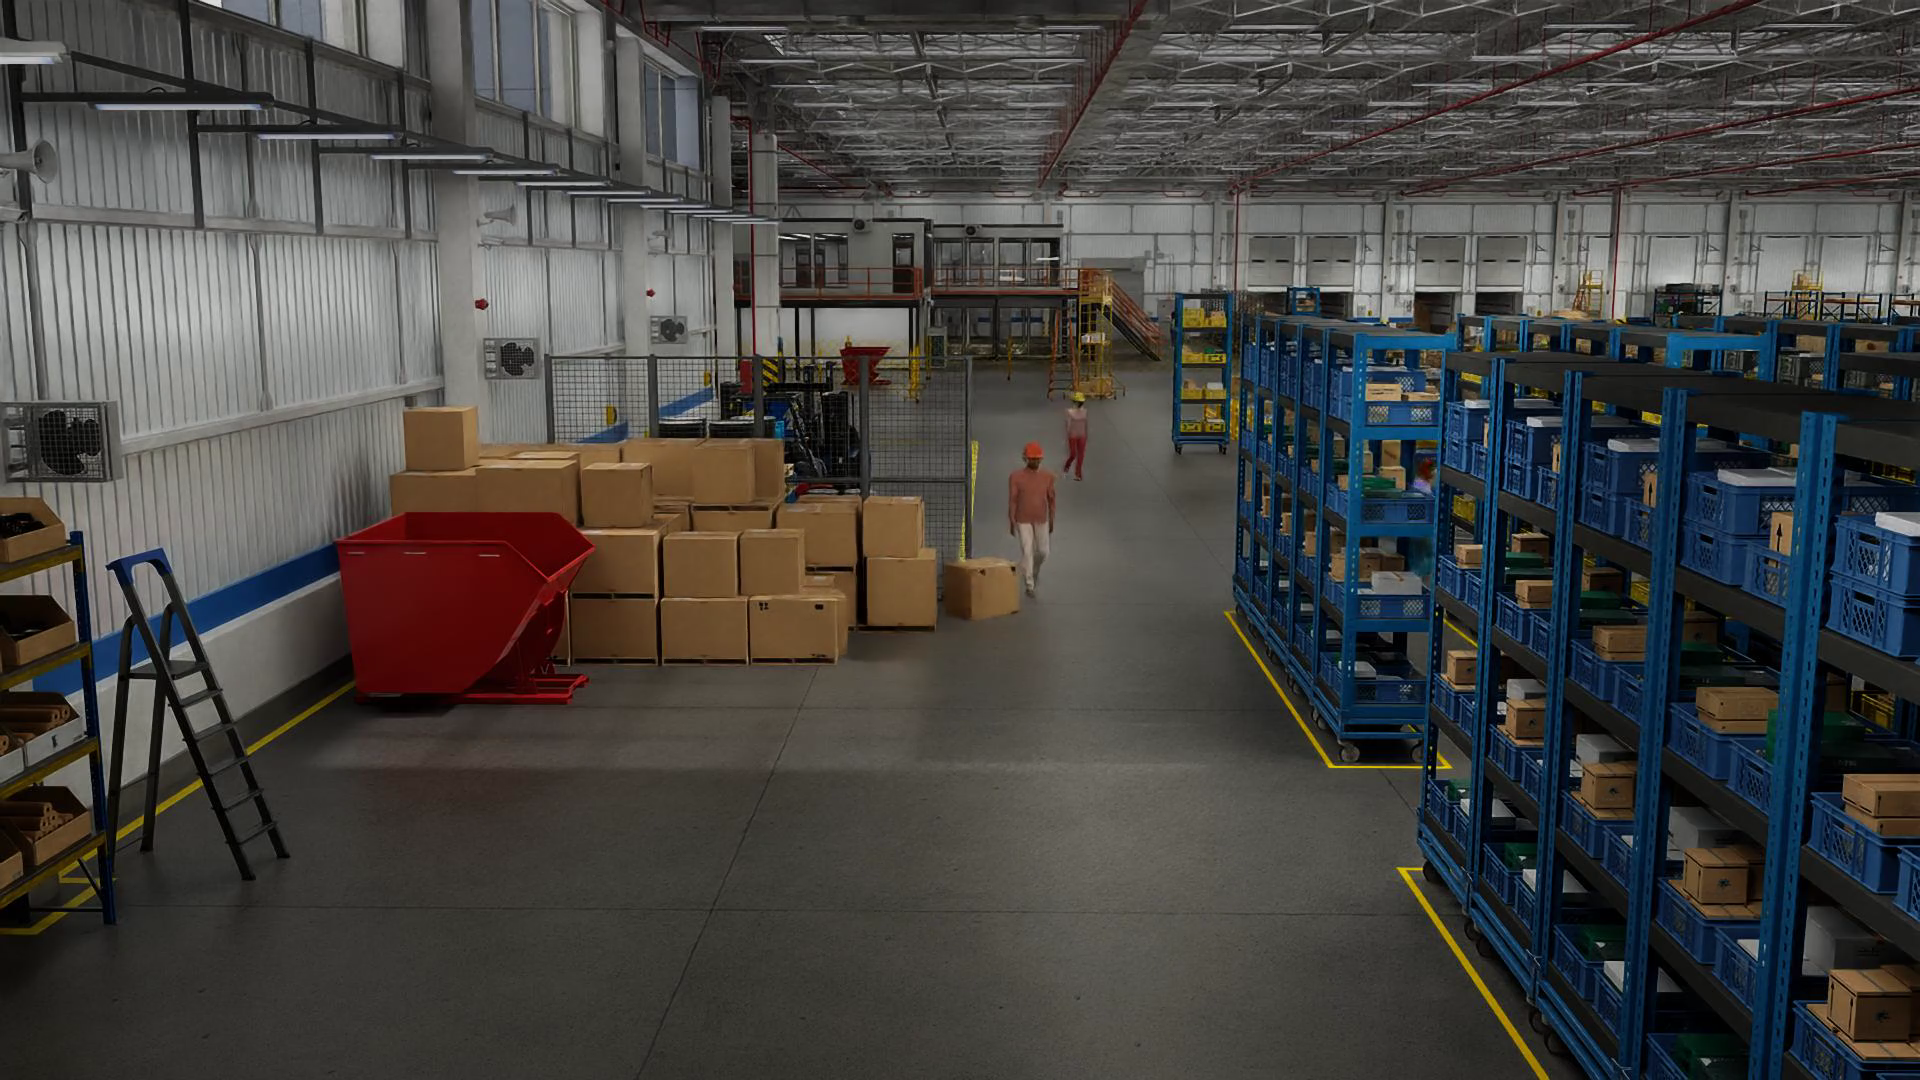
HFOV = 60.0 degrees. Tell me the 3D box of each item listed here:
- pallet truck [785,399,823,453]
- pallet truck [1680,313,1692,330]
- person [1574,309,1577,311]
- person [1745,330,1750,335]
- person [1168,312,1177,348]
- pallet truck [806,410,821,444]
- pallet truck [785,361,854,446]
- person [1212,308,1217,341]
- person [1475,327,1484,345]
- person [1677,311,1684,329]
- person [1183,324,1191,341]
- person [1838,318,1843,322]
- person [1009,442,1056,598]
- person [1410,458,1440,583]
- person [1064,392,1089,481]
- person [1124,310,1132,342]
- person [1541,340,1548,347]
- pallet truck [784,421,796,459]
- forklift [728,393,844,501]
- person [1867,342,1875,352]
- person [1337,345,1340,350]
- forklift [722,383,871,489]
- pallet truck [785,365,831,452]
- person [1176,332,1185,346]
[{"bbox_3d":[-3.814,-2.432,36.419,1.630,1.274,0.653,0,9,1],"label":"pallet truck"},{"bbox_3d":[36.315,-10.531,84.244,0.823,1.965,1.885,-6,11,-33],"label":"pallet truck"},{"bbox_3d":[34.276,-11.898,92.854,0.356,1.937,0.552,2,9,14],"label":"person"},{"bbox_3d":[30.309,-7.299,64.522,0.657,1.919,0.619,-3,10,-15],"label":"person"},{"bbox_3d":[11.348,-11.139,88.236,0.373,1.916,0.596,-4,10,-25],"label":"person"},{"bbox_3d":[-3.559,-2.018,33.905,1.522,1.261,0.704,0,9,-1],"label":"pallet truck"},{"bbox_3d":[-3.410,-3.193,38.978,1.885,1.965,0.823,0,9,-1],"label":"pallet truck"},{"bbox_3d":[15.007,-12.632,97.536,0.595,1.890,0.753,-8,12,-42],"label":"person"},{"bbox_3d":[25.768,-10.135,82.176,0.600,1.873,0.407,5,11,30],"label":"person"},{"bbox_3d":[38.940,-11.424,89.966,0.594,1.925,0.378,-7,11,-36],"label":"person"},{"bbox_3d":[13.206,-12.461,96.631,0.626,1.844,0.429,-7,11,-36],"label":"person"},{"bbox_3d":[41.319,-9.476,78.144,0.535,1.864,0.309,4,10,24],"label":"person"},{"bbox_3d":[0.899,-0.270,21.025,0.623,1.977,0.551,-2,9,-12],"label":"person"},{"bbox_3d":[5.663,-0.099,20.386,0.451,1.830,0.598,0,9,-3],"label":"person"},{"bbox_3d":[2.282,-2.026,32.510,0.544,1.750,0.428,-6,11,-31],"label":"person"},{"bbox_3d":[9.633,-12.256,95.296,0.515,1.865,0.329,-1,9,-4],"label":"person"},{"bbox_3d":[19.587,-5.837,55.929,0.909,1.797,0.604,-9,13,-43],"label":"person"},{"bbox_3d":[-4.013,-1.793,32.705,1.601,1.201,0.680,0,9,1],"label":"pallet truck"},{"bbox_3d":[-2.979,-1.316,26.476,2.680,1.987,1.157,0,9,1],"label":"forklift"},{"bbox_3d":[31.897,-6.109,58.177,0.712,1.603,0.498,4,10,24],"label":"person"},{"bbox_3d":[17.413,-9.234,76.764,0.572,1.841,0.987,6,11,31],"label":"person"},{"bbox_3d":[-2.893,-1.687,28.729,2.680,1.987,1.157,0,9,-1],"label":"forklift"},{"bbox_3d":[-3.774,-2.976,37.635,1.885,1.965,0.823,1,9,5],"label":"pallet truck"},{"bbox_3d":[10.396,-9.570,78.827,0.552,1.827,0.484,1,9,8],"label":"person"}]
